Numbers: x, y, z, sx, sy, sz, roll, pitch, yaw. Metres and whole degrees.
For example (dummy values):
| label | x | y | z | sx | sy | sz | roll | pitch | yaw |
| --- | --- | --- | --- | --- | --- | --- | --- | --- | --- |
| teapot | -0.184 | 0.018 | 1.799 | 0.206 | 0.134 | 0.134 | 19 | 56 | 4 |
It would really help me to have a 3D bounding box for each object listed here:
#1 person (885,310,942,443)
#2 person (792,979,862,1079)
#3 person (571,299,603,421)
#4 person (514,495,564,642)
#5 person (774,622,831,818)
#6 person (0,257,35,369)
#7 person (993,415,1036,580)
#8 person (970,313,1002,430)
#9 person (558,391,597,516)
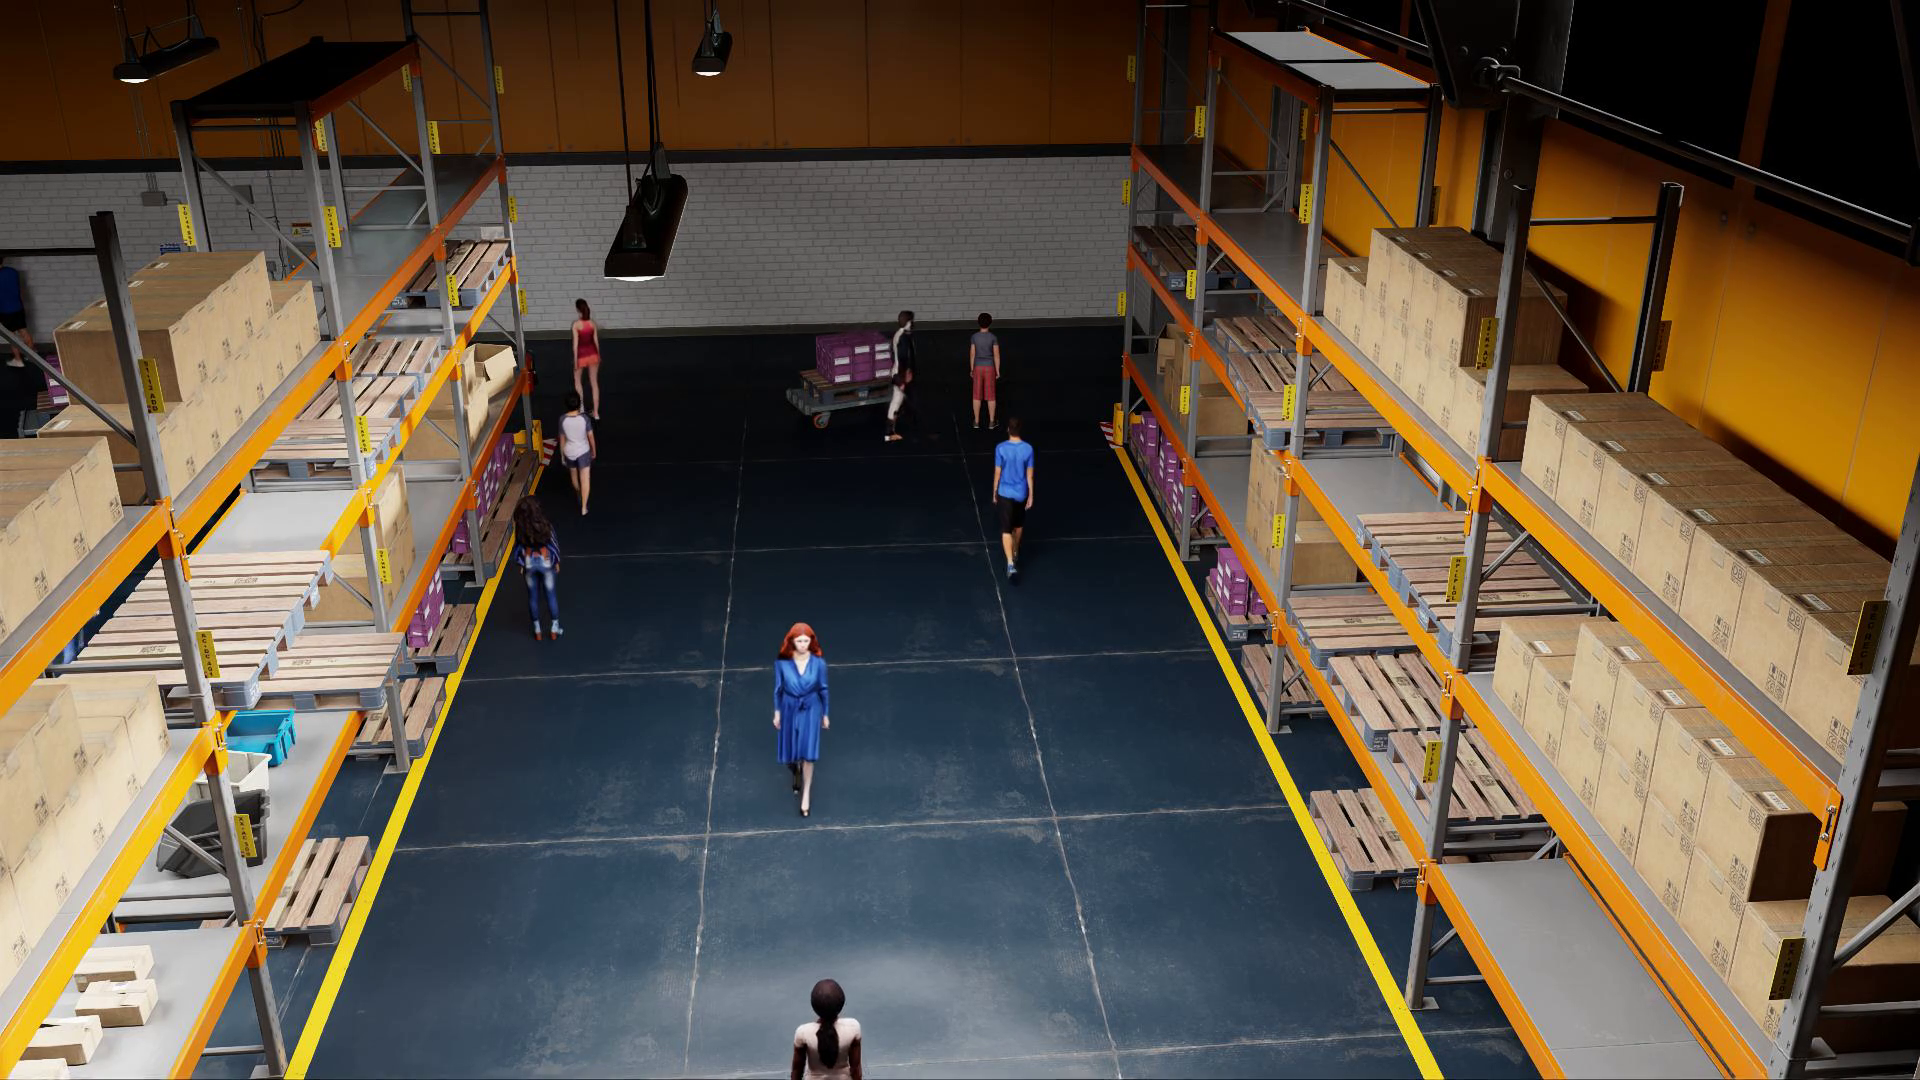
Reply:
| label | x | y | z | sx | sy | sz | roll | pitch | yaw |
| --- | --- | --- | --- | --- | --- | --- | --- | --- | --- |
| person | -0.859 | -2.215 | 22.756 | 0.782 | 1.859 | 0.928 | -3 | 24 | -8 |
| person | -0.779 | 3.432 | 10.024 | 0.727 | 1.710 | 1.146 | -7 | 25 | -15 |
| person | -5.289 | -2.552 | 23.681 | 0.789 | 1.737 | 0.904 | -14 | 27 | -30 |
| person | -4.398 | 0.277 | 17.357 | 0.610 | 1.618 | 0.539 | -1 | 24 | -3 |
| person | -1.366 | 1.500 | 14.310 | 0.630 | 1.817 | 0.716 | -2 | 24 | -4 |
| person | -14.799 | -3.618 | 25.964 | 0.863 | 1.860 | 0.734 | 10 | 26 | 22 |
| person | 0.603 | -0.449 | 18.749 | 0.632 | 1.833 | 1.214 | -3 | 24 | -7 |
| person | 0.342 | -2.382 | 23.399 | 0.630 | 1.651 | 0.604 | 4 | 24 | 9 |
| person | -4.714 | -1.043 | 20.493 | 0.557 | 1.525 | 1.009 | -2 | 24 | -5 |
